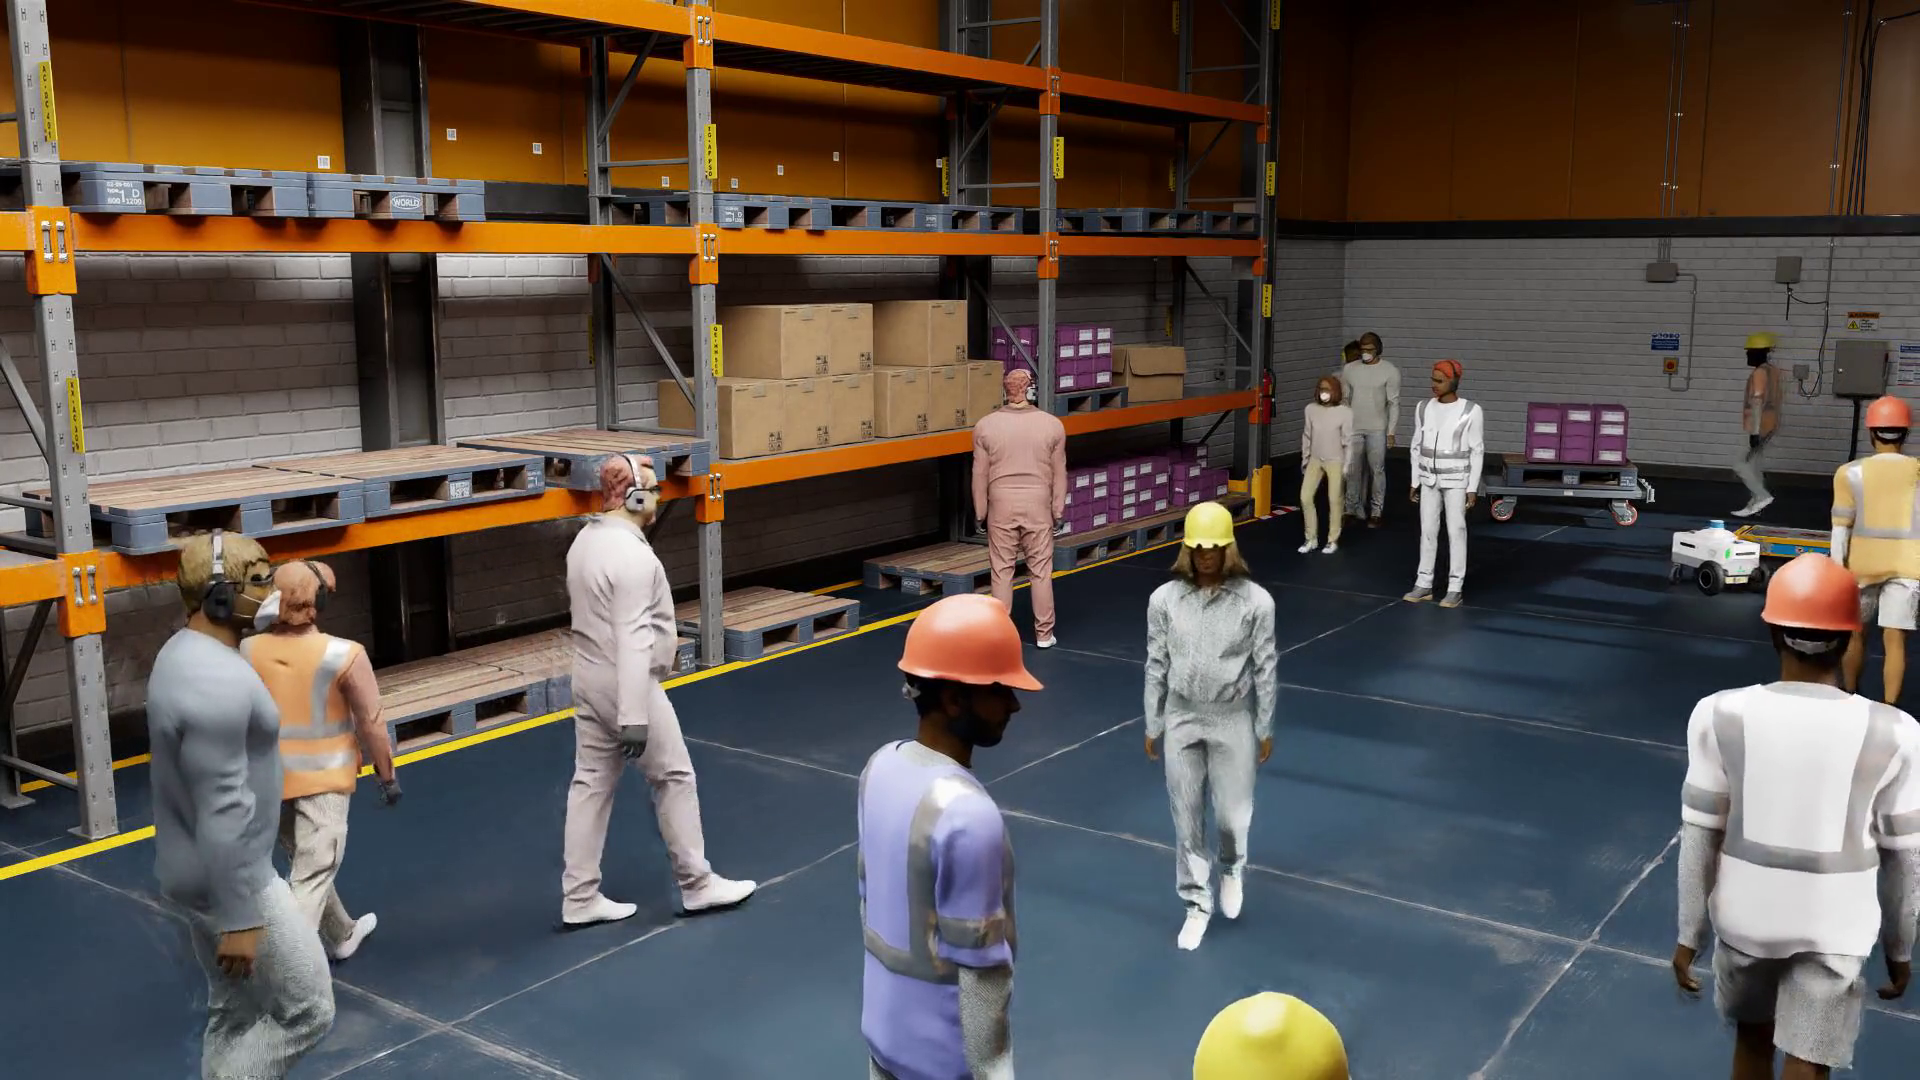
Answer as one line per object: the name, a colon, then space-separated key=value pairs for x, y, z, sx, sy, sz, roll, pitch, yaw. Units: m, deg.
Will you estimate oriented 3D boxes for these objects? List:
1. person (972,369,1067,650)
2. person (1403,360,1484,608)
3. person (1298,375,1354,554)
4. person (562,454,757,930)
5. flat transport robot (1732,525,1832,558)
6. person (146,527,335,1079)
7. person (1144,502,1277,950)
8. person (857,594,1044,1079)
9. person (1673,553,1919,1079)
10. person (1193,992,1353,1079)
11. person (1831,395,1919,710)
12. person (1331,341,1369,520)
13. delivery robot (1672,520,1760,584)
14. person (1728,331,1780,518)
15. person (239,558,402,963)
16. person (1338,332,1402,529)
person: x=0.401 y=-0.199 z=11.235 sx=0.643 sy=1.905 sz=0.400 roll=0 pitch=10 yaw=3
person: x=3.683 y=-0.427 z=12.657 sx=0.354 sy=1.881 sz=0.576 roll=-9 pitch=13 yaw=-43
person: x=3.237 y=-0.663 z=14.824 sx=0.538 sy=1.611 sz=0.563 roll=8 pitch=12 yaw=39
person: x=-1.223 y=0.592 z=6.596 sx=0.877 sy=1.869 sz=0.677 roll=-6 pitch=11 yaw=-33
flat transport robot: x=7.424 y=0.044 z=14.640 sx=1.431 sy=0.197 sz=0.652 roll=7 pitch=12 yaw=35
person: x=-1.939 y=0.921 z=4.493 sx=0.426 sy=1.925 sz=0.661 roll=-5 pitch=11 yaw=-30
person: x=0.951 y=0.703 z=6.373 sx=0.499 sy=1.728 sz=0.406 roll=3 pitch=10 yaw=18
person: x=-0.019 y=1.070 z=3.590 sx=0.376 sy=1.933 sz=0.545 roll=-4 pitch=10 yaw=-25
person: x=2.151 y=0.973 z=4.297 sx=0.557 sy=1.893 sz=0.978 roll=6 pitch=11 yaw=30
person: x=0.441 y=1.404 z=2.244 sx=0.529 sy=1.718 sz=0.925 roll=3 pitch=10 yaw=16
person: x=5.104 y=0.154 z=9.192 sx=0.558 sy=1.896 sz=0.991 roll=5 pitch=11 yaw=27
person: x=4.003 y=-1.114 z=16.955 sx=0.532 sy=1.824 sz=0.699 roll=1 pitch=10 yaw=4
delivery robot: x=6.034 y=0.082 z=13.289 sx=0.477 sy=0.478 sz=0.707 roll=-2 pitch=10 yaw=-13
person: x=8.091 y=-1.164 z=16.947 sx=0.416 sy=1.909 sz=0.617 roll=7 pitch=12 yaw=35
person: x=-2.270 y=0.858 z=5.869 sx=0.538 sy=1.587 sz=0.881 roll=2 pitch=10 yaw=10
person: x=4.015 y=-1.081 z=16.396 sx=0.627 sy=1.935 sz=0.372 roll=7 pitch=12 yaw=36
